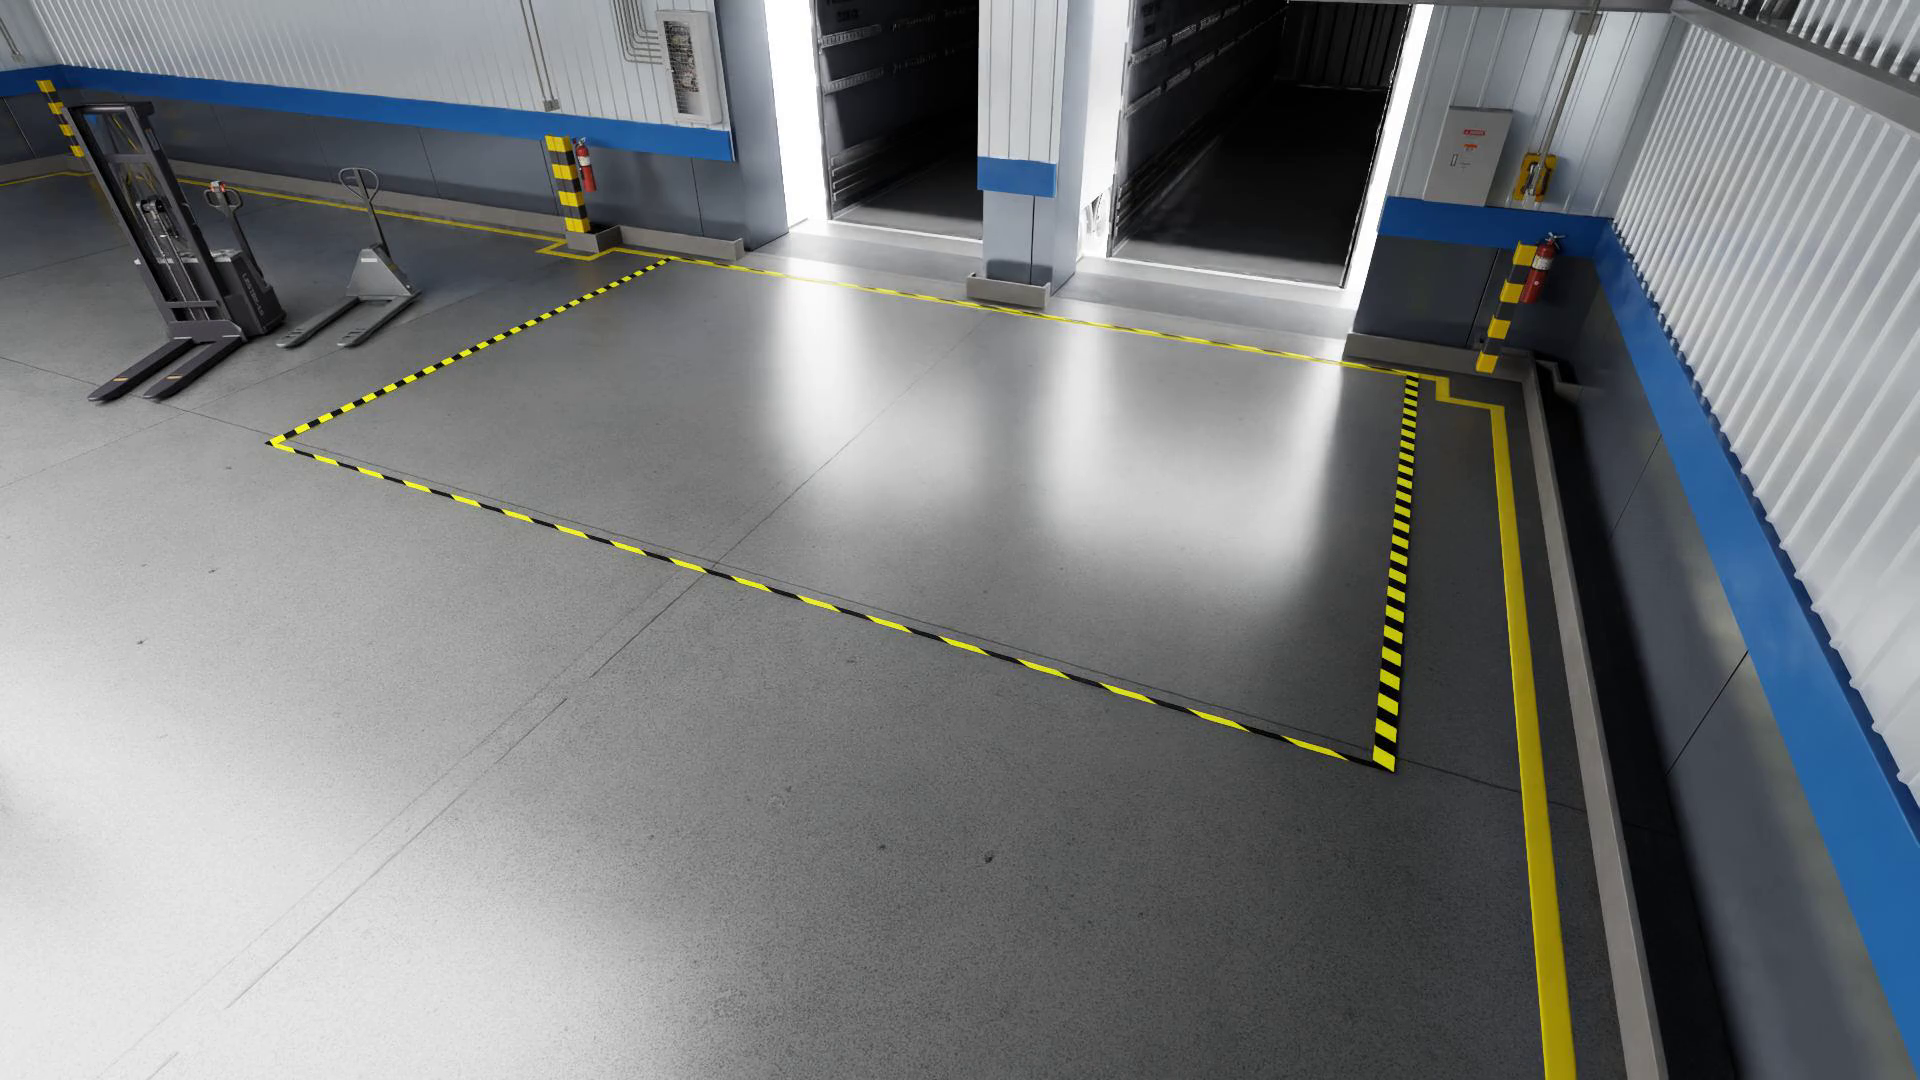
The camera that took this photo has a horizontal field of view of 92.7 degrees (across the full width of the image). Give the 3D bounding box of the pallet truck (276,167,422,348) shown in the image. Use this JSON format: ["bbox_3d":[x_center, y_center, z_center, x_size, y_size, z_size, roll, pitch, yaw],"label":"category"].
[{"bbox_3d":[-5.732,-2.611,8.414,0.680,1.201,1.601,-1,35,-1],"label":"pallet truck"}]

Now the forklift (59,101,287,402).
[{"bbox_3d":[-6.686,-2.387,7.434,0.823,1.965,1.885,-3,35,-5],"label":"forklift"}]
